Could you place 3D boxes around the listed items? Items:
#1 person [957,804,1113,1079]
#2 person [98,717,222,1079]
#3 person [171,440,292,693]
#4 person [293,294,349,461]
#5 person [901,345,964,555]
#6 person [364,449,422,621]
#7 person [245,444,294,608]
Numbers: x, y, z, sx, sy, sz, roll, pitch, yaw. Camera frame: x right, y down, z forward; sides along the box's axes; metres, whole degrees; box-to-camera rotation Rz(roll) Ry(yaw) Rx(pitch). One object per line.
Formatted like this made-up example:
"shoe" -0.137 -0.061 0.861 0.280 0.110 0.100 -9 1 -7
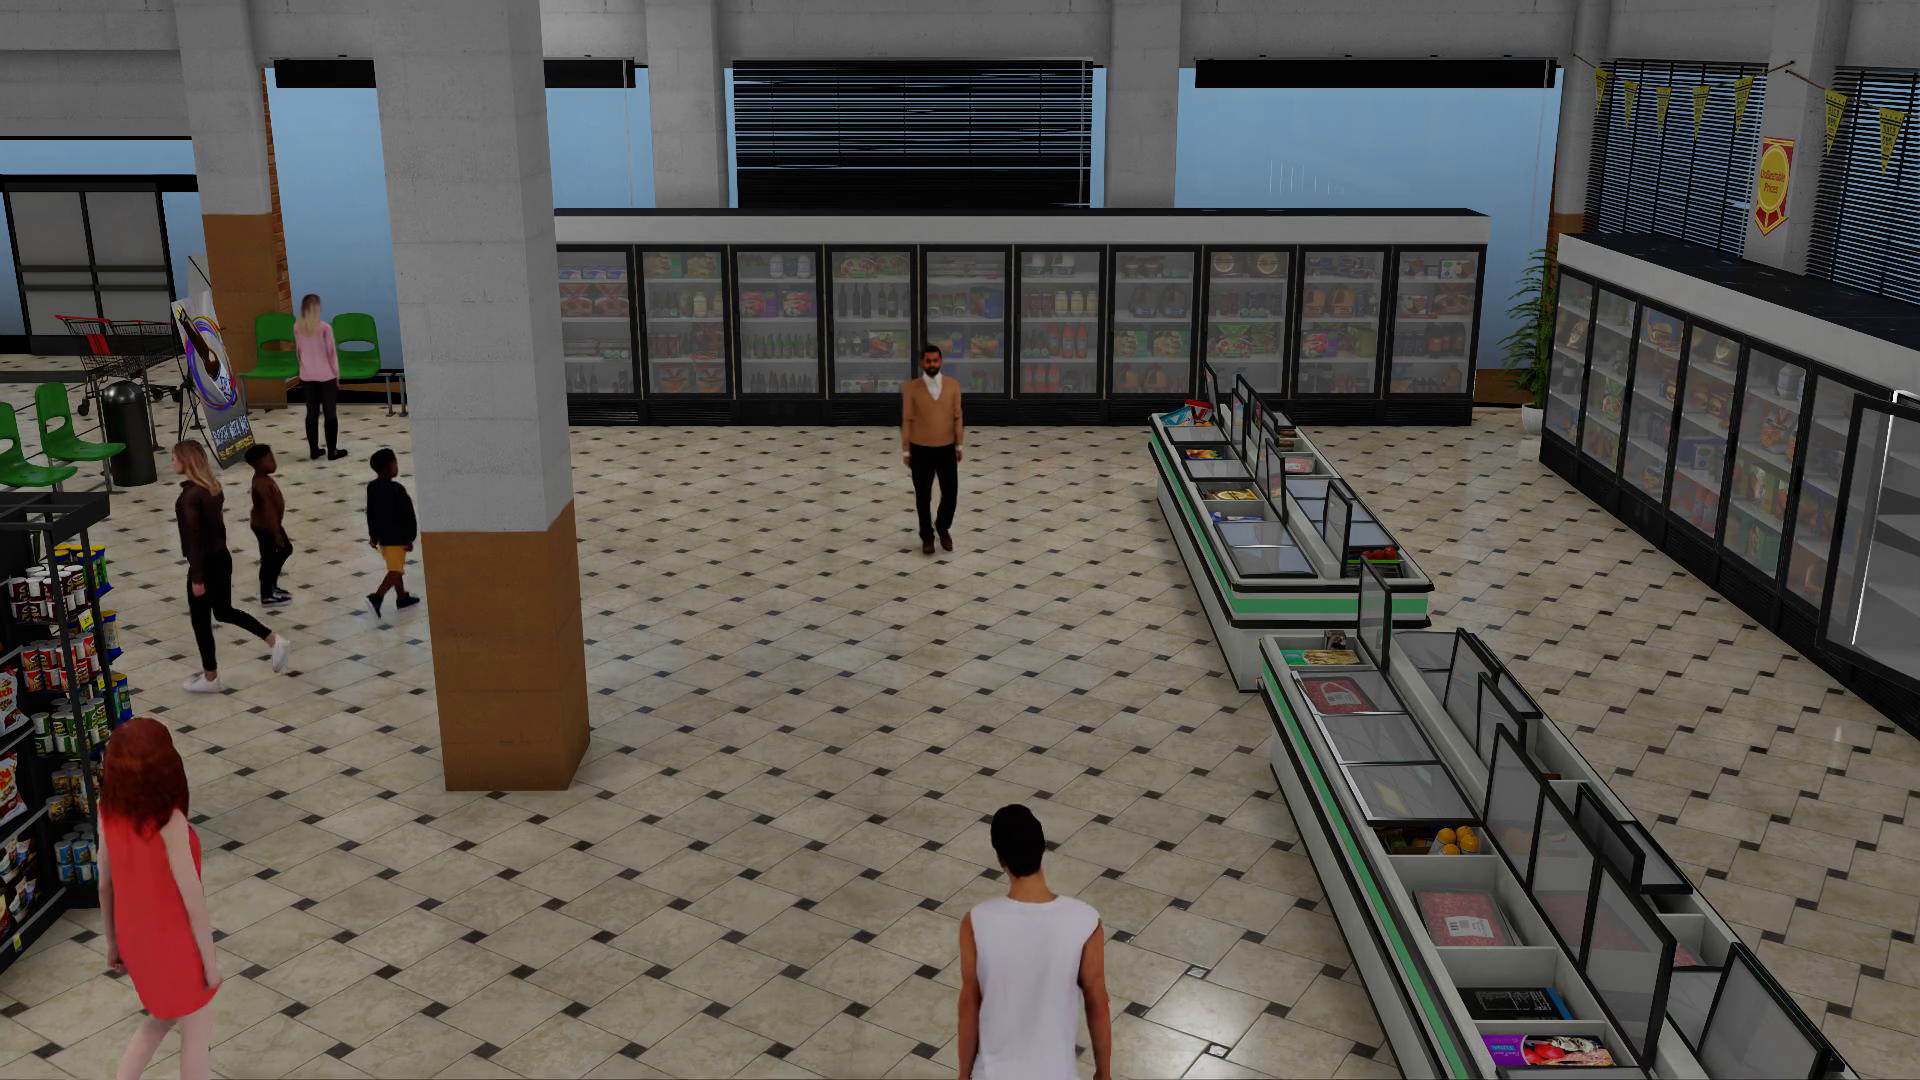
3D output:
"person" 0.226 1.779 5.427 0.791 1.747 0.865 3 17 10
"person" -2.986 1.556 6.055 0.792 1.809 0.914 8 19 26
"person" -4.783 0.186 10.776 0.688 1.688 0.870 -1 17 -3
"person" -6.495 -1.651 16.827 0.638 1.687 0.604 3 17 11
"person" -0.235 -0.757 13.789 0.723 1.743 0.680 -3 17 -11
"person" -4.233 -0.032 12.238 0.712 1.256 0.881 8 18 24
"person" -5.260 -0.097 12.467 0.642 1.247 0.505 -5 18 -16
